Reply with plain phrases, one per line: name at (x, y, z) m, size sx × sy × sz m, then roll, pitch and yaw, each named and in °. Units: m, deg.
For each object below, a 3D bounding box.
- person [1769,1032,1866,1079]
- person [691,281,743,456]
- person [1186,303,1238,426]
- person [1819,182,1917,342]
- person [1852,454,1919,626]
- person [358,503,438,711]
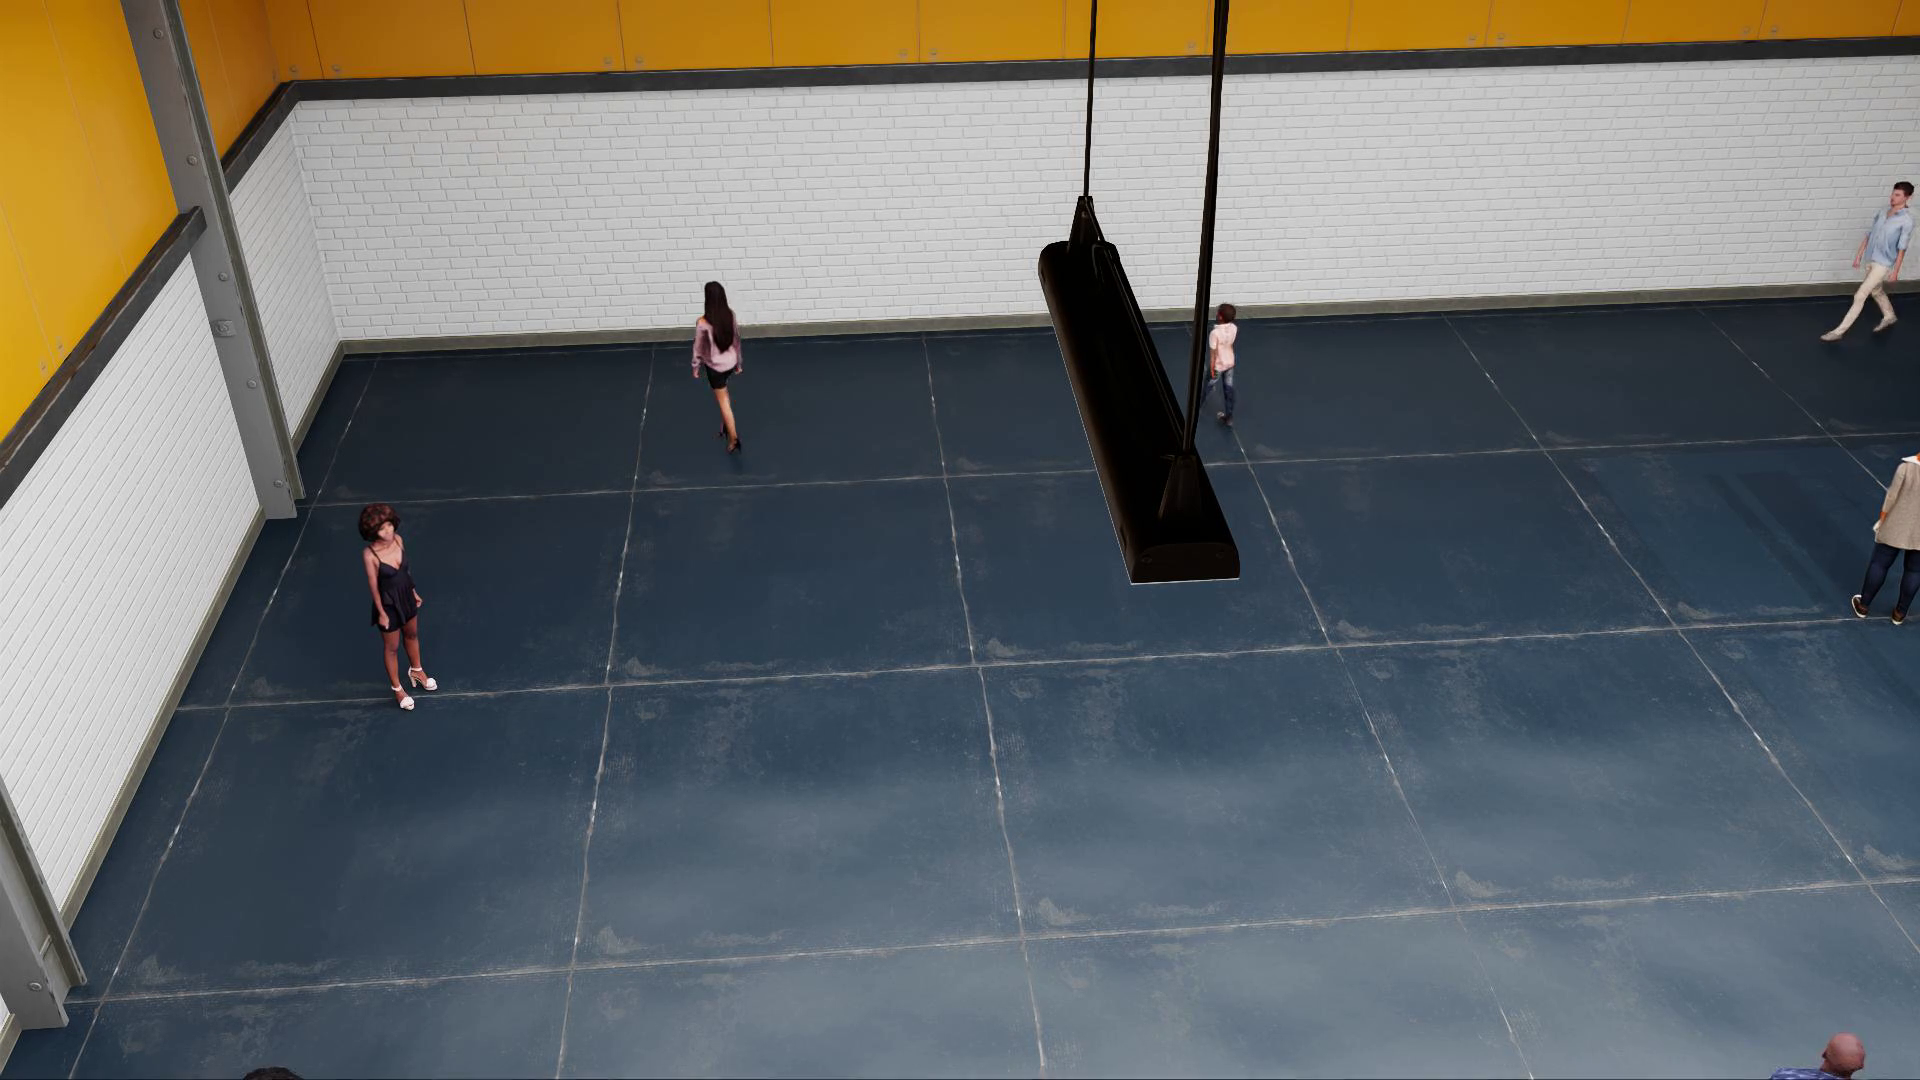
person at (4.342, 3.286, 8.689) m, size 0.882 × 1.788 × 1.188 m, roll 7°, pitch 34°, yaw 11°
person at (-2.256, -1.613, 16.051) m, size 0.856 × 1.797 × 0.797 m, roll 29°, pitch 43°, yaw 36°
person at (2.674, -1.745, 16.717) m, size 0.703 × 1.280 × 0.911 m, roll -15°, pitch 37°, yaw -22°
person at (10.123, -3.027, 18.166) m, size 0.826 × 1.813 × 1.194 m, roll -7°, pitch 34°, yaw -10°
person at (7.886, -0.148, 13.765) m, size 0.804 × 1.890 × 0.825 m, roll 13°, pitch 36°, yaw 19°
person at (-4.380, 0.497, 12.884) m, size 0.718 × 1.789 × 0.629 m, roll 16°, pitch 37°, yaw 23°
